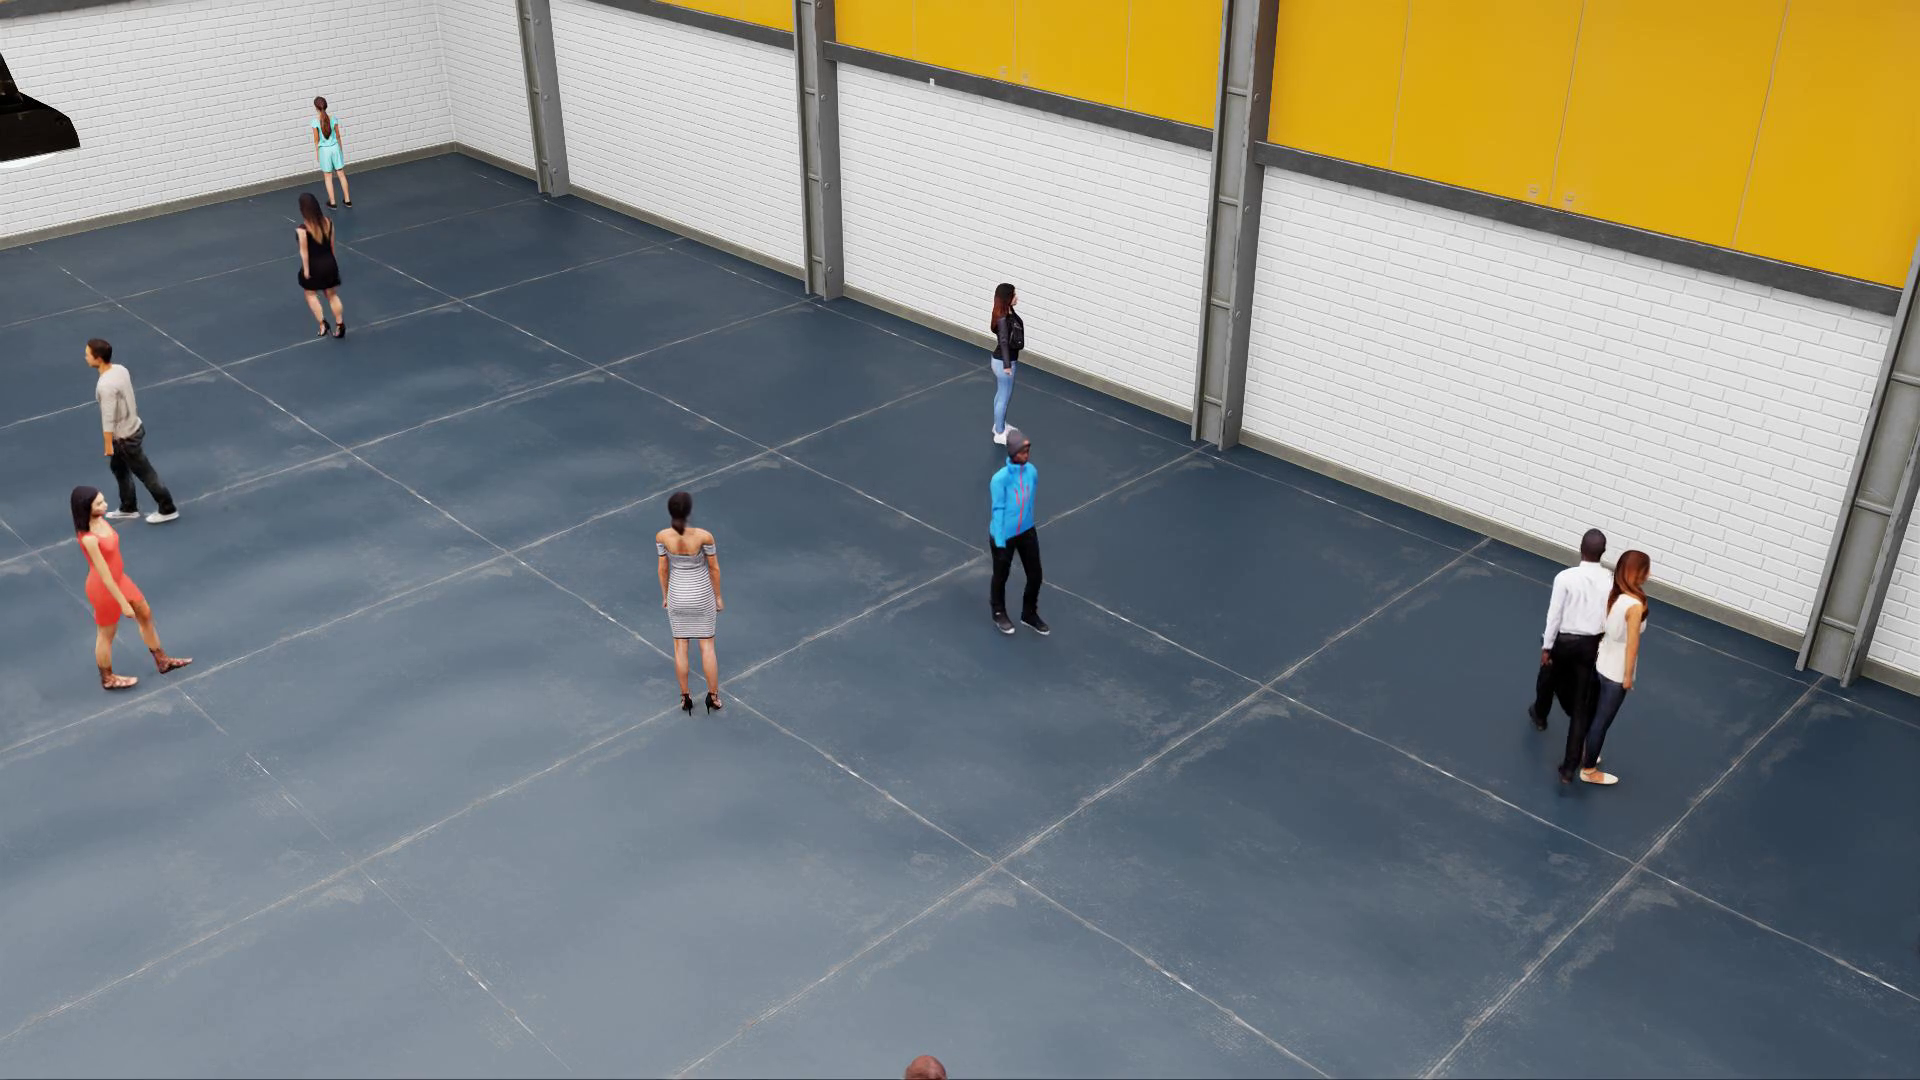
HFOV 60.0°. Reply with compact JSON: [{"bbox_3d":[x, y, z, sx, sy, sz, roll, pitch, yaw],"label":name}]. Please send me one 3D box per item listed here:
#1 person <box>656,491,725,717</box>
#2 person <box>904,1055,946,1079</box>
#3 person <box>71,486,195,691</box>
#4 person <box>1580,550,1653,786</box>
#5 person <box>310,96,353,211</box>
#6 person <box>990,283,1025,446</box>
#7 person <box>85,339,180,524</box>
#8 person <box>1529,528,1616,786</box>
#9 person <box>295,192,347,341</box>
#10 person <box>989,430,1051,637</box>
[{"bbox_3d":[-1.974,0.469,12.178,0.673,1.822,0.741,1,29,2],"label":"person"},{"bbox_3d":[-0.169,2.996,8.285,0.525,1.113,0.485,17,33,28],"label":"person"},{"bbox_3d":[-6.460,0.393,12.451,0.912,1.693,0.937,-9,30,-15],"label":"person"},{"bbox_3d":[4.488,0.865,11.489,0.735,1.785,0.664,-2,29,-3],"label":"person"},{"bbox_3d":[-8.806,-5.416,23.242,0.573,1.557,0.555,-19,34,-31],"label":"person"},{"bbox_3d":[0.451,-1.762,16.463,0.783,1.634,0.726,0,29,1],"label":"person"},{"bbox_3d":[-7.337,-0.965,14.832,0.971,1.796,0.950,-7,29,-13],"label":"person"},{"bbox_3d":[4.282,0.839,11.546,1.279,1.778,1.216,5,29,9],"label":"person"},{"bbox_3d":[-7.144,-3.043,18.742,0.724,1.700,0.740,16,32,26],"label":"person"},{"bbox_3d":[0.354,-0.077,13.220,0.690,1.782,0.787,-17,33,-28],"label":"person"}]
